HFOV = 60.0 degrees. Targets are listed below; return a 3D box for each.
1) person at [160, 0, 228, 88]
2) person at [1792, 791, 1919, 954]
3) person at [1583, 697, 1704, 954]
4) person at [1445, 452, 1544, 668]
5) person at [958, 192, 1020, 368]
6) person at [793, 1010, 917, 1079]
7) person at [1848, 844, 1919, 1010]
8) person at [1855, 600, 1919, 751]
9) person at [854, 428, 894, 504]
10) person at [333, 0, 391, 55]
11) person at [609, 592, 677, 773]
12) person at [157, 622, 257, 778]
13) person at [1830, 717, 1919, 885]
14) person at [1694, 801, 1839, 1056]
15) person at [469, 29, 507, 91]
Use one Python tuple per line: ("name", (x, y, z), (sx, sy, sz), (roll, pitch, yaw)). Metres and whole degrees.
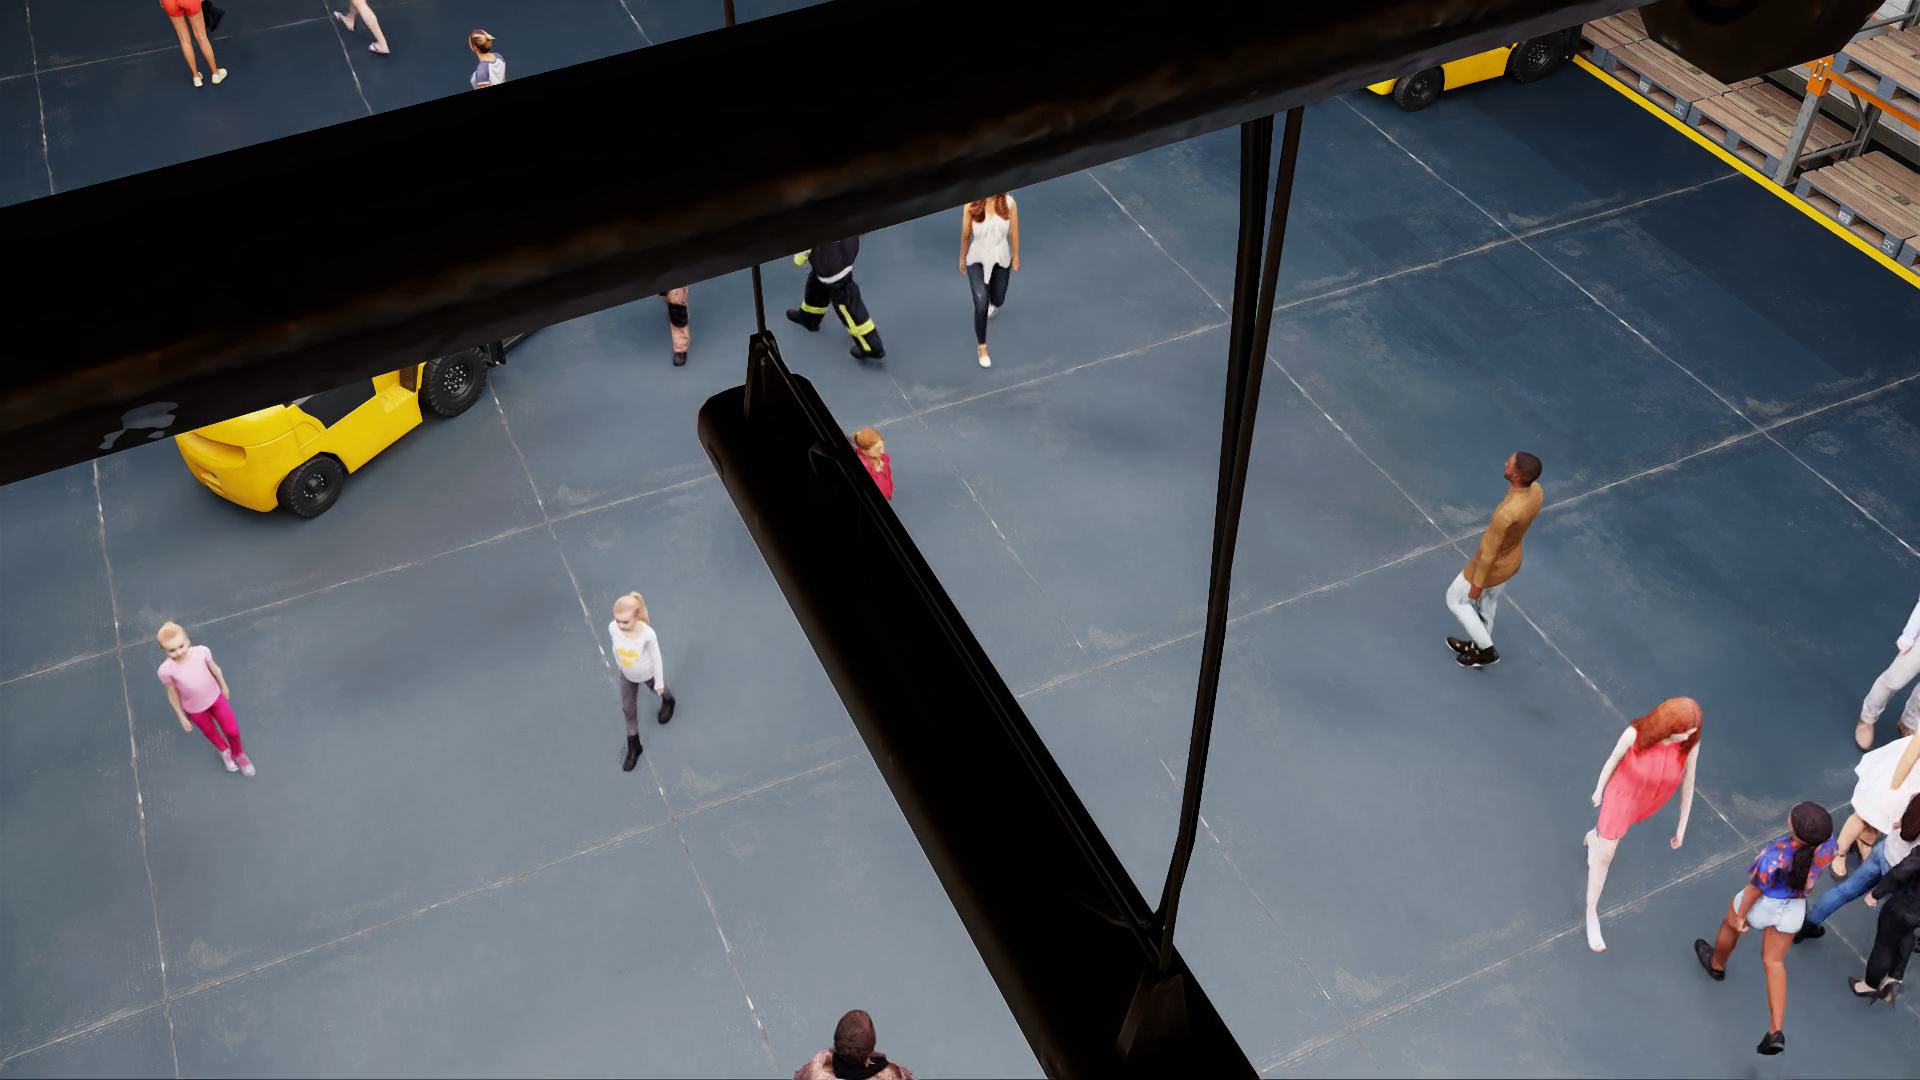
("person", (-7.774, -5.389, 16.566), (0.618, 1.791, 0.629), (-9, 44, -9))
("person", (5.078, 1.821, 9.154), (1.095, 1.576, 1.113), (1, 44, 1))
("person", (3.811, 1.409, 9.441), (0.913, 1.777, 1.165), (2, 44, 2))
("person", (3.510, 0.200, 10.687), (0.799, 1.808, 0.777), (32, 52, 29))
("person", (0.228, -2.291, 13.336), (0.864, 1.761, 1.077), (0, 44, -1))
("person", (-0.466, 2.888, 7.852), (0.951, 1.827, 1.002), (2, 44, 2))
("person", (5.149, 2.007, 8.866), (0.659, 1.704, 0.654), (-15, 46, -15))
("person", (6.032, 0.593, 10.217), (0.737, 1.887, 0.751), (6, 44, 6))
("person", (-0.647, -0.279, 11.562), (0.938, 1.295, 0.829), (19, 47, 19))
("person", (-6.202, -5.858, 17.060), (1.241, 1.789, 1.072), (22, 48, 21))
("person", (-1.981, 0.786, 10.479), (0.837, 1.248, 0.946), (10, 45, 11))
("person", (-4.715, 0.954, 10.293), (0.554, 1.261, 0.623), (-28, 50, -27))
("person", (5.437, 1.340, 9.486), (0.711, 1.815, 0.732), (-14, 45, -14))
("person", (4.334, 2.043, 8.822), (0.875, 1.712, 1.159), (1, 44, 1))
("person", (-4.210, -3.868, 15.090), (0.718, 1.624, 0.645), (11, 45, 11))
